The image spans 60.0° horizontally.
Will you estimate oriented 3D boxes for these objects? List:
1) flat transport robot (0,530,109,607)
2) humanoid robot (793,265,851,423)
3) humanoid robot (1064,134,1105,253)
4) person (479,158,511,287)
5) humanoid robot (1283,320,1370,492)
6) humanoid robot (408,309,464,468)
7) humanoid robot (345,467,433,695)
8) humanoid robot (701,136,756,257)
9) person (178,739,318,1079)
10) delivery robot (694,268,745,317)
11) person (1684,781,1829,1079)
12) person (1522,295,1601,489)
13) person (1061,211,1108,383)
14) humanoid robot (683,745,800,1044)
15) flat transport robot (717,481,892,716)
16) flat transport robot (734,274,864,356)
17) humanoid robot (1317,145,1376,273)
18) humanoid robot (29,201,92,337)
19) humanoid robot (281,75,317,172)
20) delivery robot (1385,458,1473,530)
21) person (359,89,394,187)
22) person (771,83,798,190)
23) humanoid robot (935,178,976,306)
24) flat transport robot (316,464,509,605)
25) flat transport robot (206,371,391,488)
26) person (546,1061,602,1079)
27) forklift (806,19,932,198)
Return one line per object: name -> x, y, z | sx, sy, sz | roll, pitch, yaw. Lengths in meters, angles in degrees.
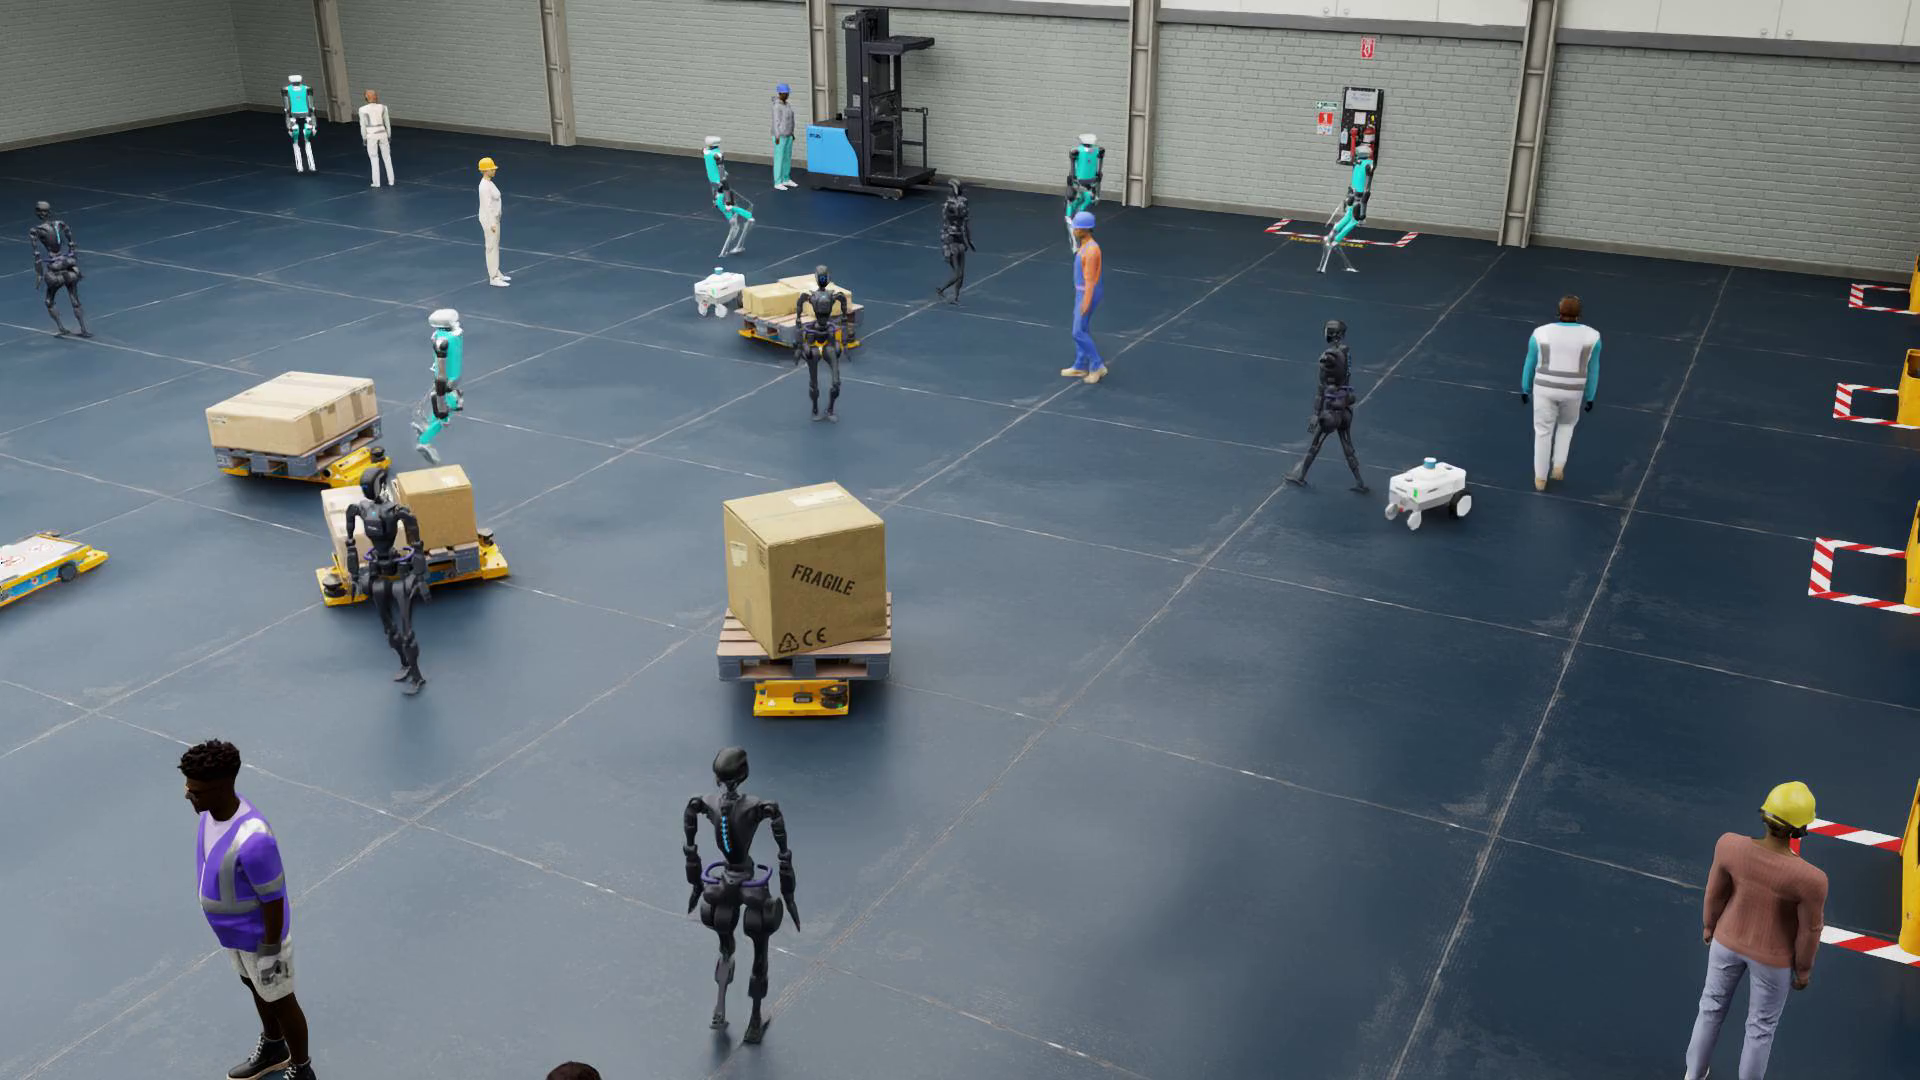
flat transport robot -> -7.723, 0.303, 13.458 | 0.659, 0.231, 1.431 | 9, 25, 20
humanoid robot -> -1.426, -2.014, 17.067 | 0.589, 1.643, 0.391 | -7, 24, -16
humanoid robot -> 1.690, -4.997, 23.959 | 0.535, 1.754, 0.922 | -9, 25, -19
person -> -6.264, -4.257, 22.264 | 0.315, 1.697, 0.467 | -4, 24, -9
humanoid robot -> 3.437, -1.225, 15.292 | 0.794, 1.618, 0.594 | 18, 29, 35
humanoid robot -> -4.849, -1.240, 15.226 | 0.768, 1.793, 0.579 | 0, 23, 1
humanoid robot -> -4.042, 0.269, 11.749 | 0.614, 1.646, 0.481 | 3, 23, 6
humanoid robot -> -3.227, -4.848, 23.620 | 0.803, 1.794, 0.555 | -14, 27, -30
person -> -3.346, 1.804, 7.815 | 0.369, 1.966, 0.600 | -20, 31, -39
delivery robot -> -3.025, -3.163, 21.190 | 0.525, 0.614, 0.786 | 12, 26, 27
person -> 3.740, 1.913, 7.813 | 0.312, 1.768, 0.526 | -21, 31, -40
person -> 5.519, -1.367, 15.365 | 0.656, 1.826, 0.494 | 6, 24, 14
person -> 1.388, -2.676, 18.323 | 0.440, 1.900, 0.559 | -2, 23, -5
humanoid robot -> -1.097, 1.774, 8.244 | 0.598, 1.642, 0.389 | 4, 24, 10
flat transport robot -> -1.101, 0.872, 12.134 | 0.659, 0.231, 1.431 | -1, 23, -1
flat transport robot -> -1.929, -2.474, 19.922 | 1.431, 0.231, 0.659 | 20, 30, 39
humanoid robot -> 5.203, -4.461, 22.798 | 0.802, 1.850, 0.564 | -5, 24, -11
humanoid robot -> -10.795, -3.236, 19.916 | 0.505, 1.641, 0.584 | 10, 25, 21
humanoid robot -> -11.588, -7.336, 29.211 | 0.533, 1.677, 0.735 | -11, 25, -23
delivery robot -> 4.186, -0.443, 14.840 | 0.775, 0.601, 0.499 | -15, 28, -31
person -> -9.948, -6.853, 28.380 | 0.521, 1.636, 0.308 | -17, 29, -34
person -> -2.995, -6.853, 28.221 | 0.374, 1.770, 0.536 | 10, 25, 23
humanoid robot -> -0.063, -3.804, 21.242 | 0.396, 1.647, 0.585 | 15, 27, 31
flat transport robot -> -4.523, 0.201, 13.695 | 1.431, 0.231, 0.659 | -11, 26, -24
flat transport robot -> -6.271, -0.754, 15.917 | 1.431, 0.231, 0.659 | 7, 24, 15
person -> -1.330, 2.640, 5.932 | 0.393, 1.916, 0.591 | 13, 27, 28
forklift -> -1.573, -7.292, 27.850 | 1.873, 2.768, 1.129 | 12, 26, 25
